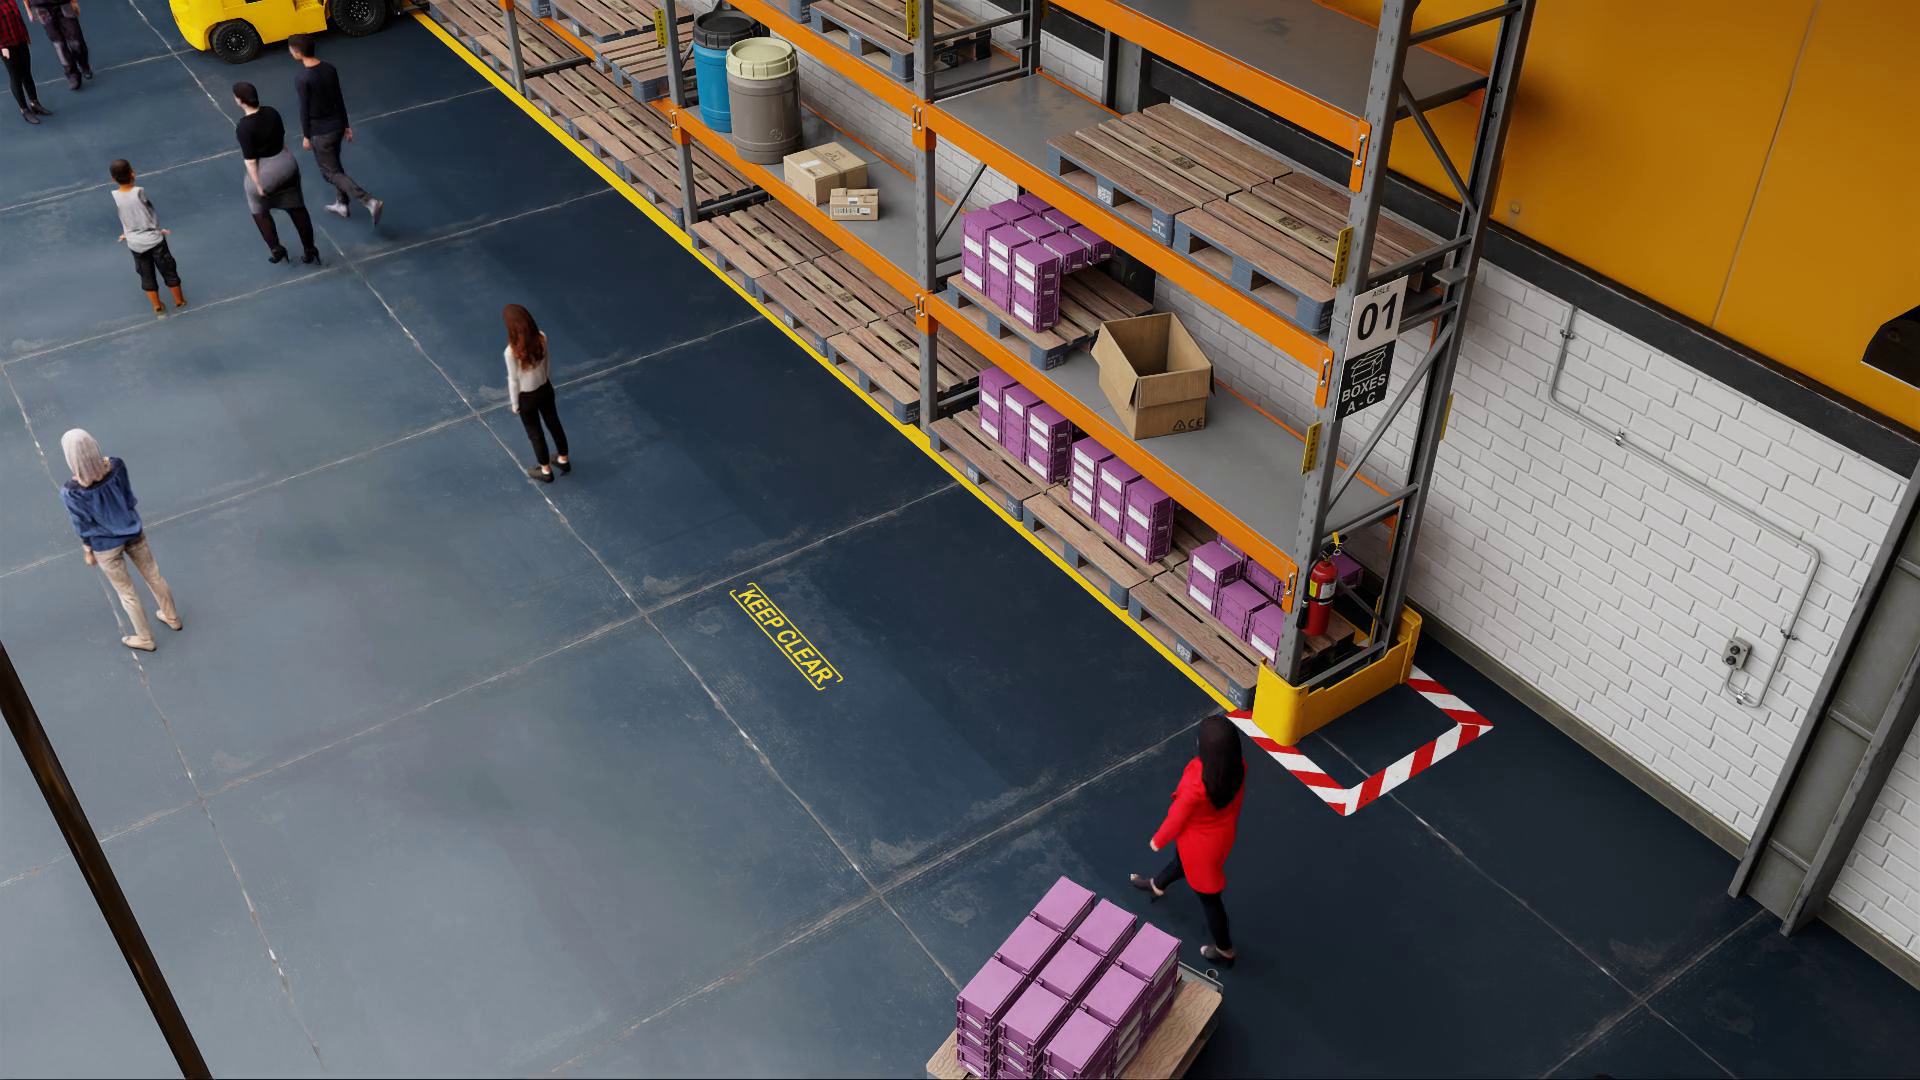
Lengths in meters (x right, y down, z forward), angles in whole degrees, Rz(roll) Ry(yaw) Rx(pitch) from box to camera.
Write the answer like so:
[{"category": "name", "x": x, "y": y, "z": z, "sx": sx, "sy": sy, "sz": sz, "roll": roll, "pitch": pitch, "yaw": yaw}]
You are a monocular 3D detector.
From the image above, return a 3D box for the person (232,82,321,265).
[{"category": "person", "x": -6.035, "y": -3.217, "z": 14.808, "sx": 0.813, "sy": 1.740, "sz": 0.786, "roll": 21, "pitch": 43, "yaw": 24}]

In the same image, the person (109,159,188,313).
[{"category": "person", "x": -7.035, "y": -2.651, "z": 14.327, "sx": 0.632, "sy": 1.456, "sz": 0.602, "roll": -11, "pitch": 40, "yaw": -13}]

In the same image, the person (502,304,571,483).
[{"category": "person", "x": -3.160, "y": -1.091, "z": 12.354, "sx": 0.554, "sy": 1.479, "sz": 0.579, "roll": 27, "pitch": 46, "yaw": 30}]

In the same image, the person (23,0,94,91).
[{"category": "person", "x": -9.800, "y": -5.810, "z": 17.978, "sx": 0.754, "sy": 1.835, "sz": 0.771, "roll": -13, "pitch": 40, "yaw": -15}]

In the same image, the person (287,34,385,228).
[{"category": "person", "x": -5.784, "y": -3.742, "z": 15.384, "sx": 1.166, "sy": 1.840, "sz": 1.001, "roll": 15, "pitch": 41, "yaw": 18}]

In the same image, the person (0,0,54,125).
[{"category": "person", "x": -9.911, "y": -5.193, "z": 17.349, "sx": 0.706, "sy": 1.657, "sz": 0.657, "roll": 8, "pitch": 39, "yaw": 10}]

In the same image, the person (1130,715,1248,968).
[{"category": "person", "x": 1.354, "y": 1.651, "z": 8.732, "sx": 1.048, "sy": 1.715, "sz": 0.754, "roll": 29, "pitch": 47, "yaw": 31}]

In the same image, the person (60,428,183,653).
[{"category": "person", "x": -5.487, "y": -0.009, "z": 10.825, "sx": 0.720, "sy": 1.697, "sz": 0.707, "roll": 17, "pitch": 42, "yaw": 20}]
